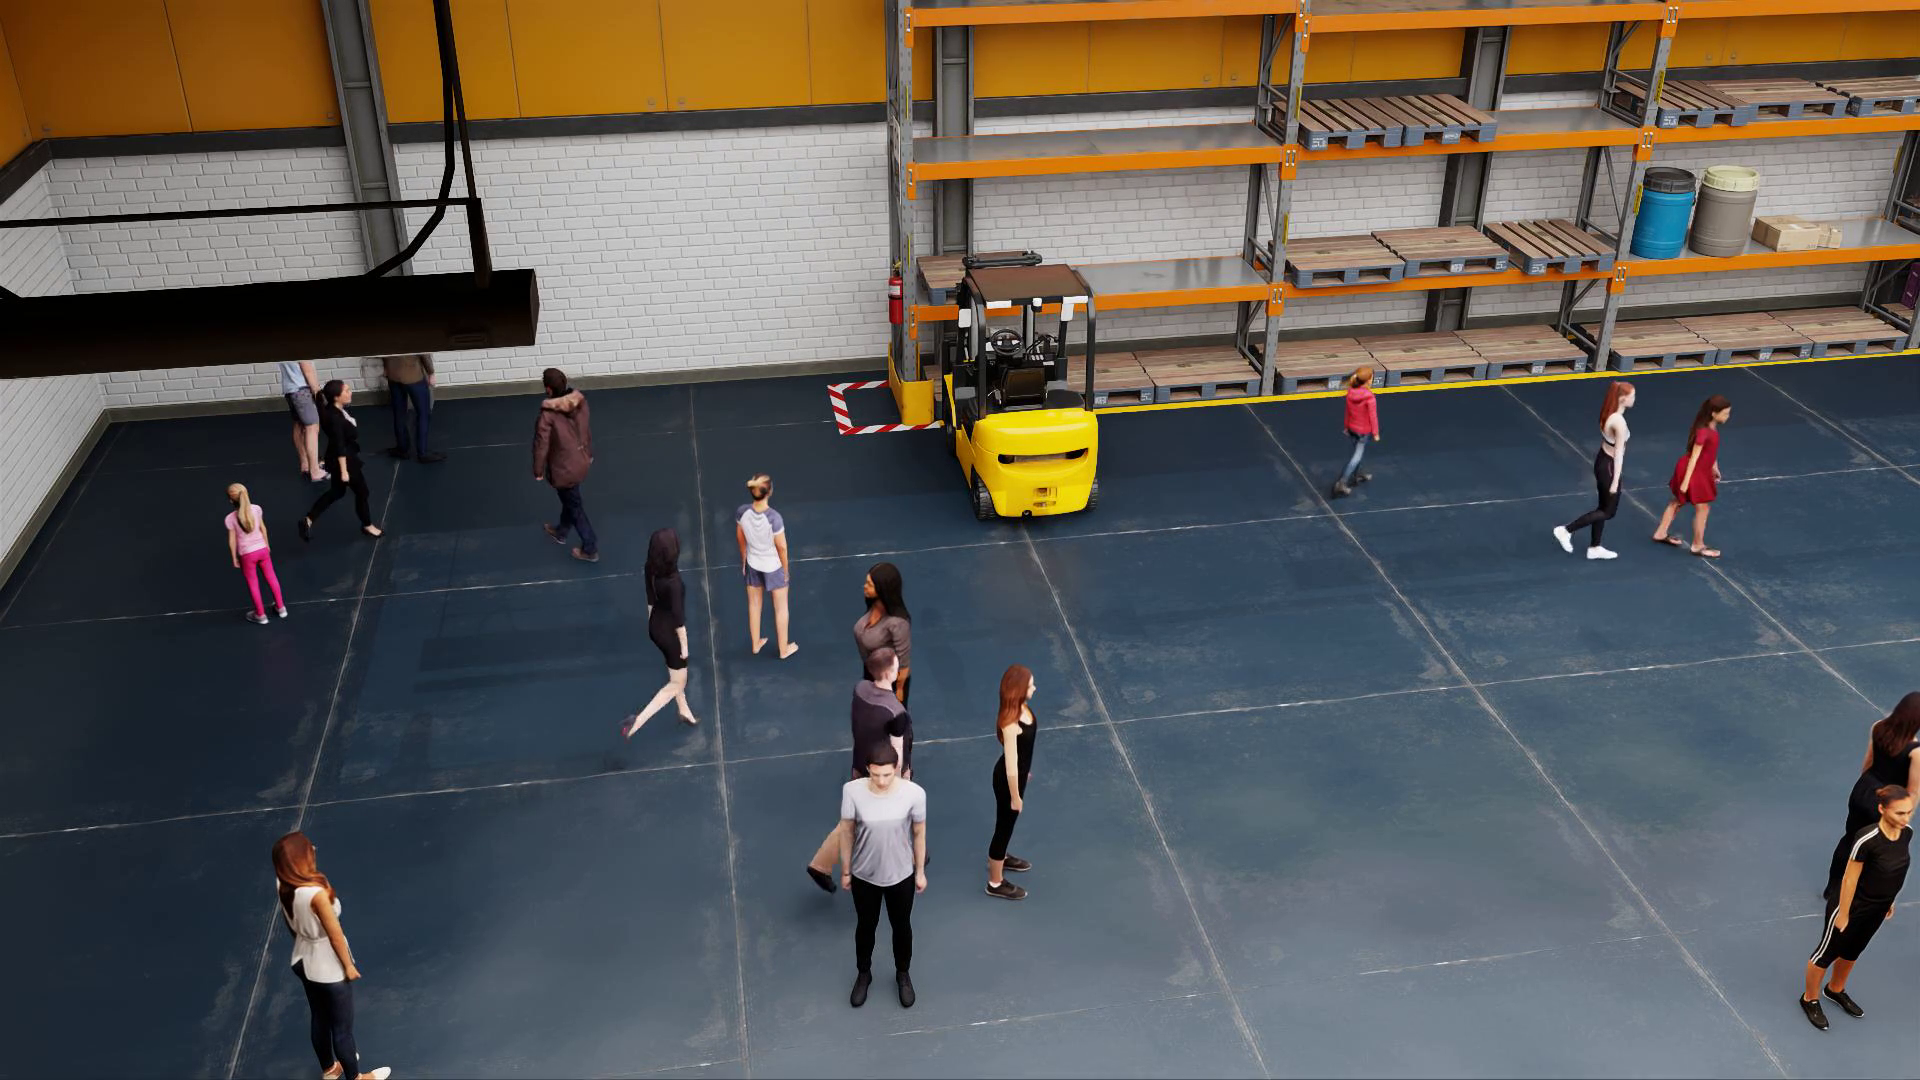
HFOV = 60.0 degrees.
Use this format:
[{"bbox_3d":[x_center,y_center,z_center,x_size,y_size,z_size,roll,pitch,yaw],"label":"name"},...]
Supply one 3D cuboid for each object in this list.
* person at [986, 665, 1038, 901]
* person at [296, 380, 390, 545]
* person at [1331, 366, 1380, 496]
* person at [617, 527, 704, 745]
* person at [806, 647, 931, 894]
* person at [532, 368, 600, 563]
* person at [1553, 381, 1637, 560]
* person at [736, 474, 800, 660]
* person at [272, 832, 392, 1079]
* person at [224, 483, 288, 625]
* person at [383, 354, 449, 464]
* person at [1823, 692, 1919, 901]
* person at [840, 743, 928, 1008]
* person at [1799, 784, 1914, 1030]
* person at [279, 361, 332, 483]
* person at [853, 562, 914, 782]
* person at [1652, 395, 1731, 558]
[{"bbox_3d":[0.333,1.558,10.883,0.642,1.721,0.633,5,29,10],"label":"person"},{"bbox_3d":[-5.669,-0.654,15.035,1.096,1.628,0.838,-13,31,-23],"label":"person"},{"bbox_3d":[3.832,-1.037,16.083,0.874,1.298,0.653,-13,31,-23],"label":"person"},{"bbox_3d":[-2.226,0.763,12.275,1.080,1.783,0.895,-21,35,-33],"label":"person"},{"bbox_3d":[-0.604,1.542,10.822,1.229,1.809,1.034,-21,35,-33],"label":"person"},{"bbox_3d":[-3.422,-0.635,14.799,1.153,1.822,1.068,14,32,24],"label":"person"},{"bbox_3d":[5.686,-0.597,14.824,0.912,1.730,0.719,2,29,4],"label":"person"},{"bbox_3d":[-1.574,0.211,13.455,0.605,1.623,0.716,10,30,18],"label":"person"},{"bbox_3d":[-3.587,2.378,9.314,0.667,1.784,0.727,19,34,31],"label":"person"},{"bbox_3d":[-5.966,0.097,14.037,0.619,1.266,0.541,25,37,37],"label":"person"},{"bbox_3d":[-5.597,-1.650,16.625,0.766,1.854,0.964,3,29,5],"label":"person"},{"bbox_3d":[5.898,1.694,10.668,0.607,1.688,0.614,-9,30,-17],"label":"person"},{"bbox_3d":[-0.457,1.980,9.964,0.555,1.862,0.766,0,29,1],"label":"person"},{"bbox_3d":[5.343,2.143,9.865,0.525,1.669,0.680,-10,30,-18],"label":"person"},{"bbox_3d":[-6.477,-1.451,16.287,0.746,1.828,0.780,23,36,36],"label":"person"},{"bbox_3d":[-0.506,0.968,11.841,0.690,1.841,0.709,-14,31,-23],"label":"person"},{"bbox_3d":[6.572,-0.621,15.081,0.903,1.527,0.804,14,32,24],"label":"person"}]
